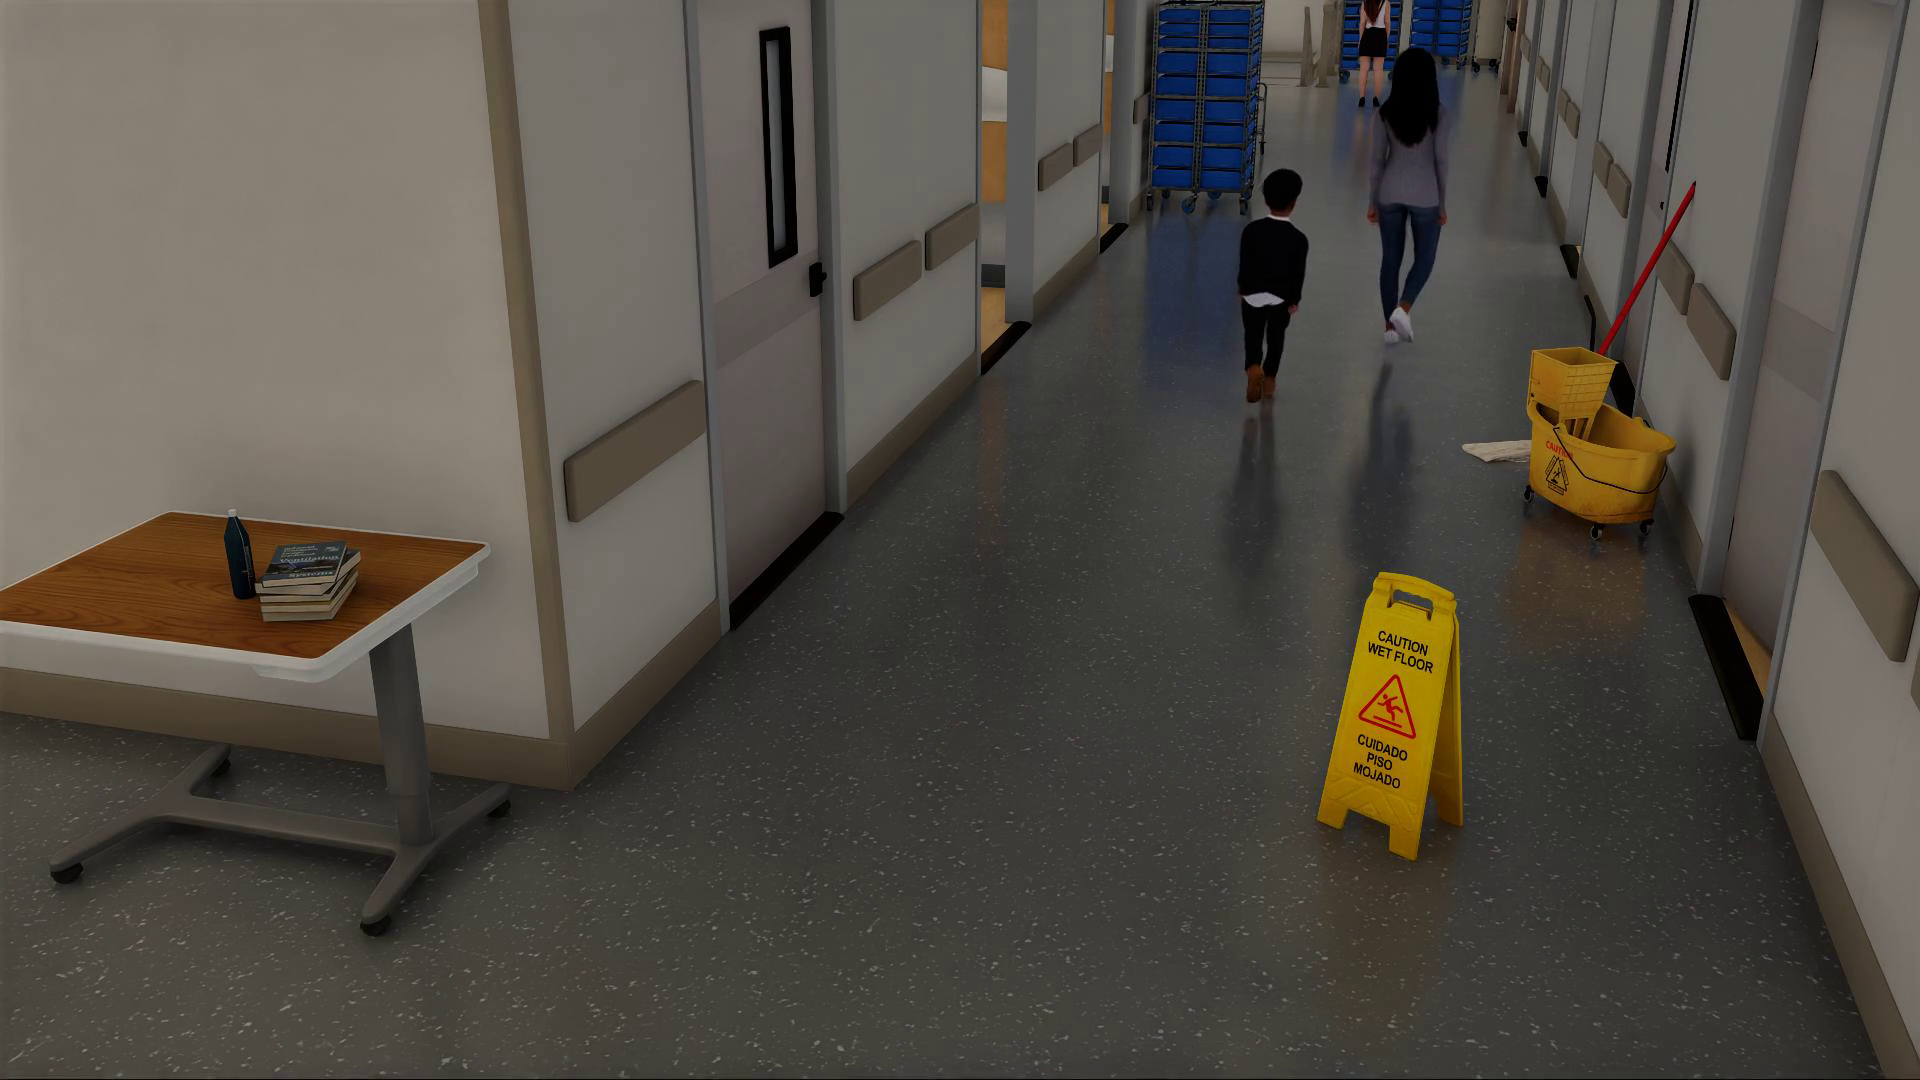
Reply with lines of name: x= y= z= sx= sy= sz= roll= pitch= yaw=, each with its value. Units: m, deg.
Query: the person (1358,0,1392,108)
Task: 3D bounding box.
person: x=5.466 y=-6.577 z=21.994 sx=0.547 sy=1.649 sz=0.502 roll=6 pitch=22 yaw=15

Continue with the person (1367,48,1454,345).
person: x=2.593 y=-1.953 z=9.677 sx=0.704 sy=1.724 sz=0.872 roll=9 pitch=23 yaw=23

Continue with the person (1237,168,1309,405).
person: x=1.614 y=-1.290 z=8.700 sx=0.488 sy=1.177 sz=0.615 roll=5 pitch=21 yaw=12
